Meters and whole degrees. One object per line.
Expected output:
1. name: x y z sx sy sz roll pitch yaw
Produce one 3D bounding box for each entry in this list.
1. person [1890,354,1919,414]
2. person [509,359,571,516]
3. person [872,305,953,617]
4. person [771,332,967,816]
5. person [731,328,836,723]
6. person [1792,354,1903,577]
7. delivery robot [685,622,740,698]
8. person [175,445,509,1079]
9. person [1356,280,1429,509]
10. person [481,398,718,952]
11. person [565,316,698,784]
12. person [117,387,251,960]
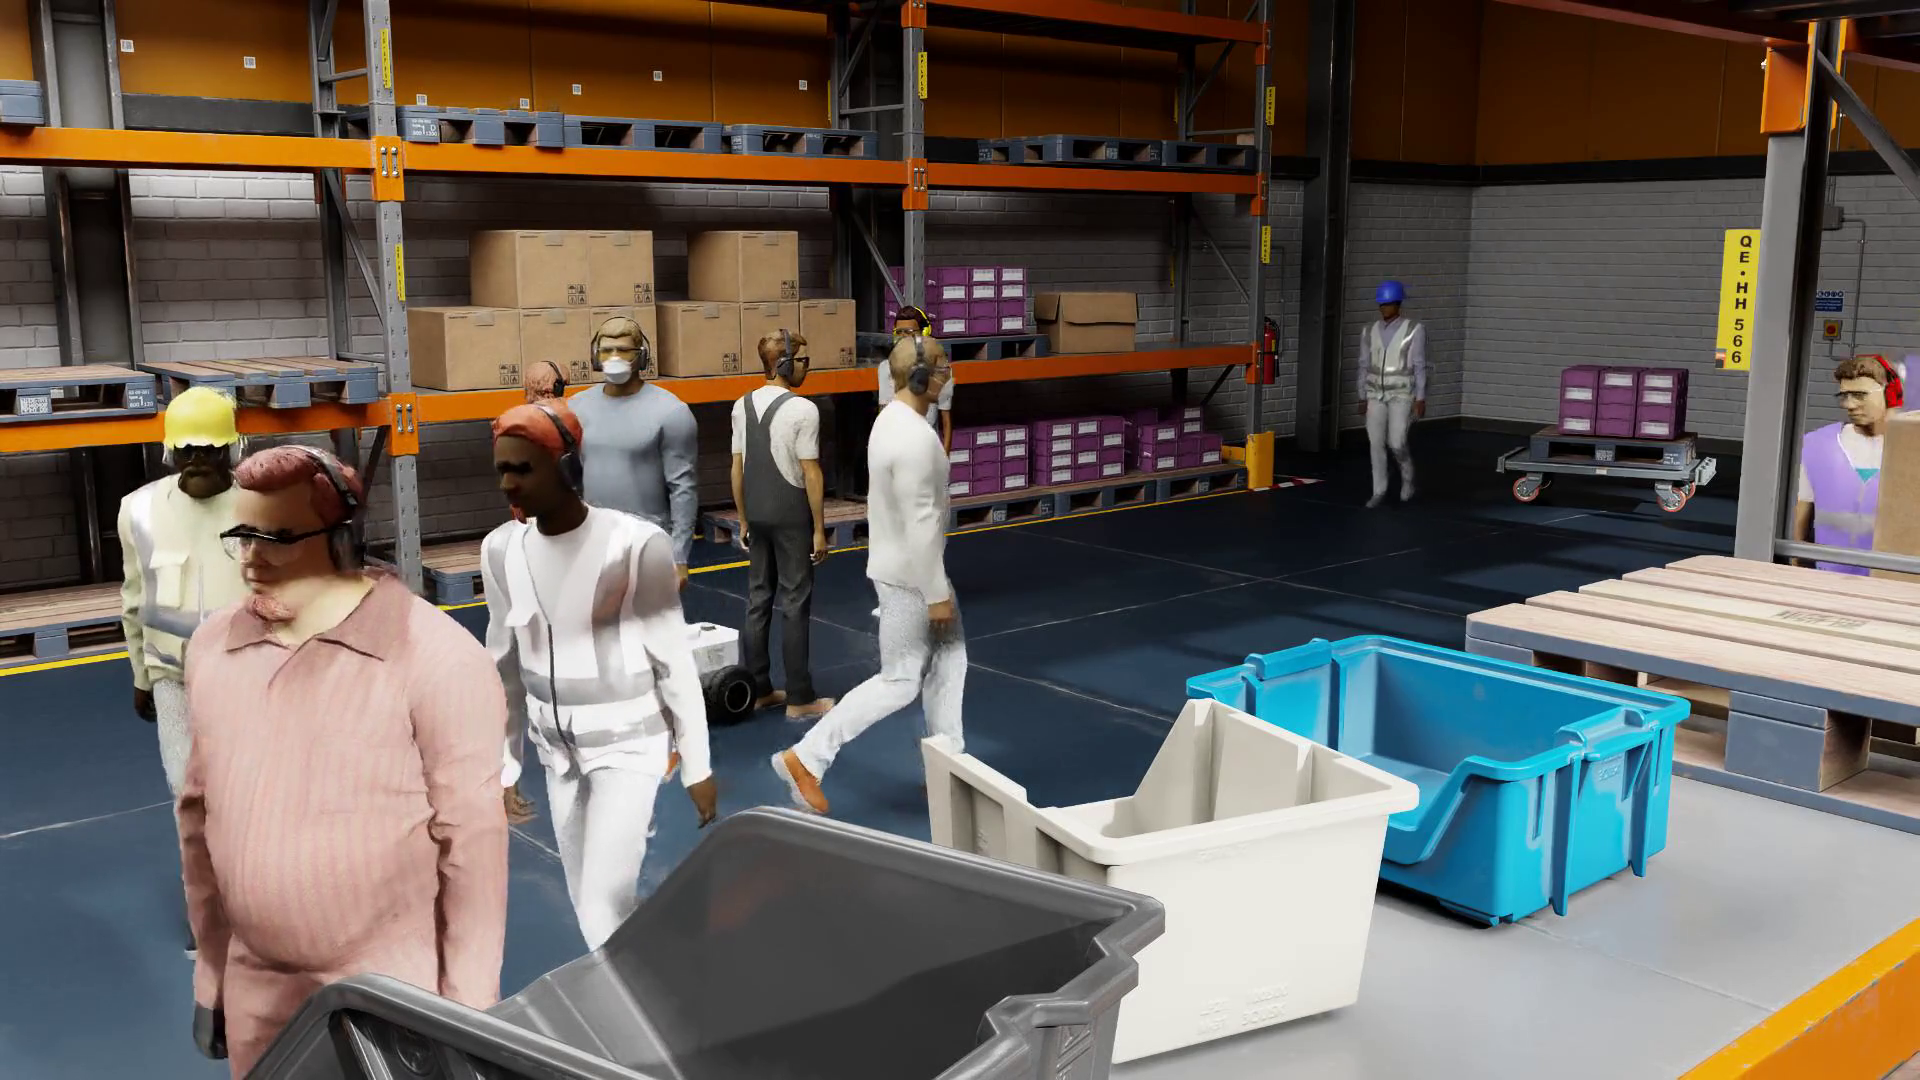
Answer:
1. person: 5.709 -0.460 9.835 0.598 1.906 0.588 6 12 31
2. person: -2.112 -0.110 8.628 0.514 1.641 0.307 3 11 18
3. person: -0.292 -0.456 9.924 0.513 1.872 0.328 4 11 19
4. person: -0.267 0.152 6.437 0.888 1.910 0.634 -1 10 -4
5. person: -0.840 -0.066 7.815 0.517 1.841 0.325 7 12 34
6. person: 3.580 0.191 6.486 0.651 1.814 0.514 10 14 43
7. delivery robot: -1.374 0.552 7.698 0.477 0.478 0.707 10 14 44
8. person: -1.133 0.769 3.023 0.686 1.891 0.414 3 11 16
9. person: 3.629 -1.218 14.013 0.637 1.927 0.478 9 13 41
10. person: -0.928 0.565 4.226 0.619 1.859 0.460 6 12 29
11. person: -1.385 0.047 6.911 0.631 1.940 0.370 3 11 18
12. person: -2.414 0.378 5.478 0.594 1.799 0.818 -2 10 -13
